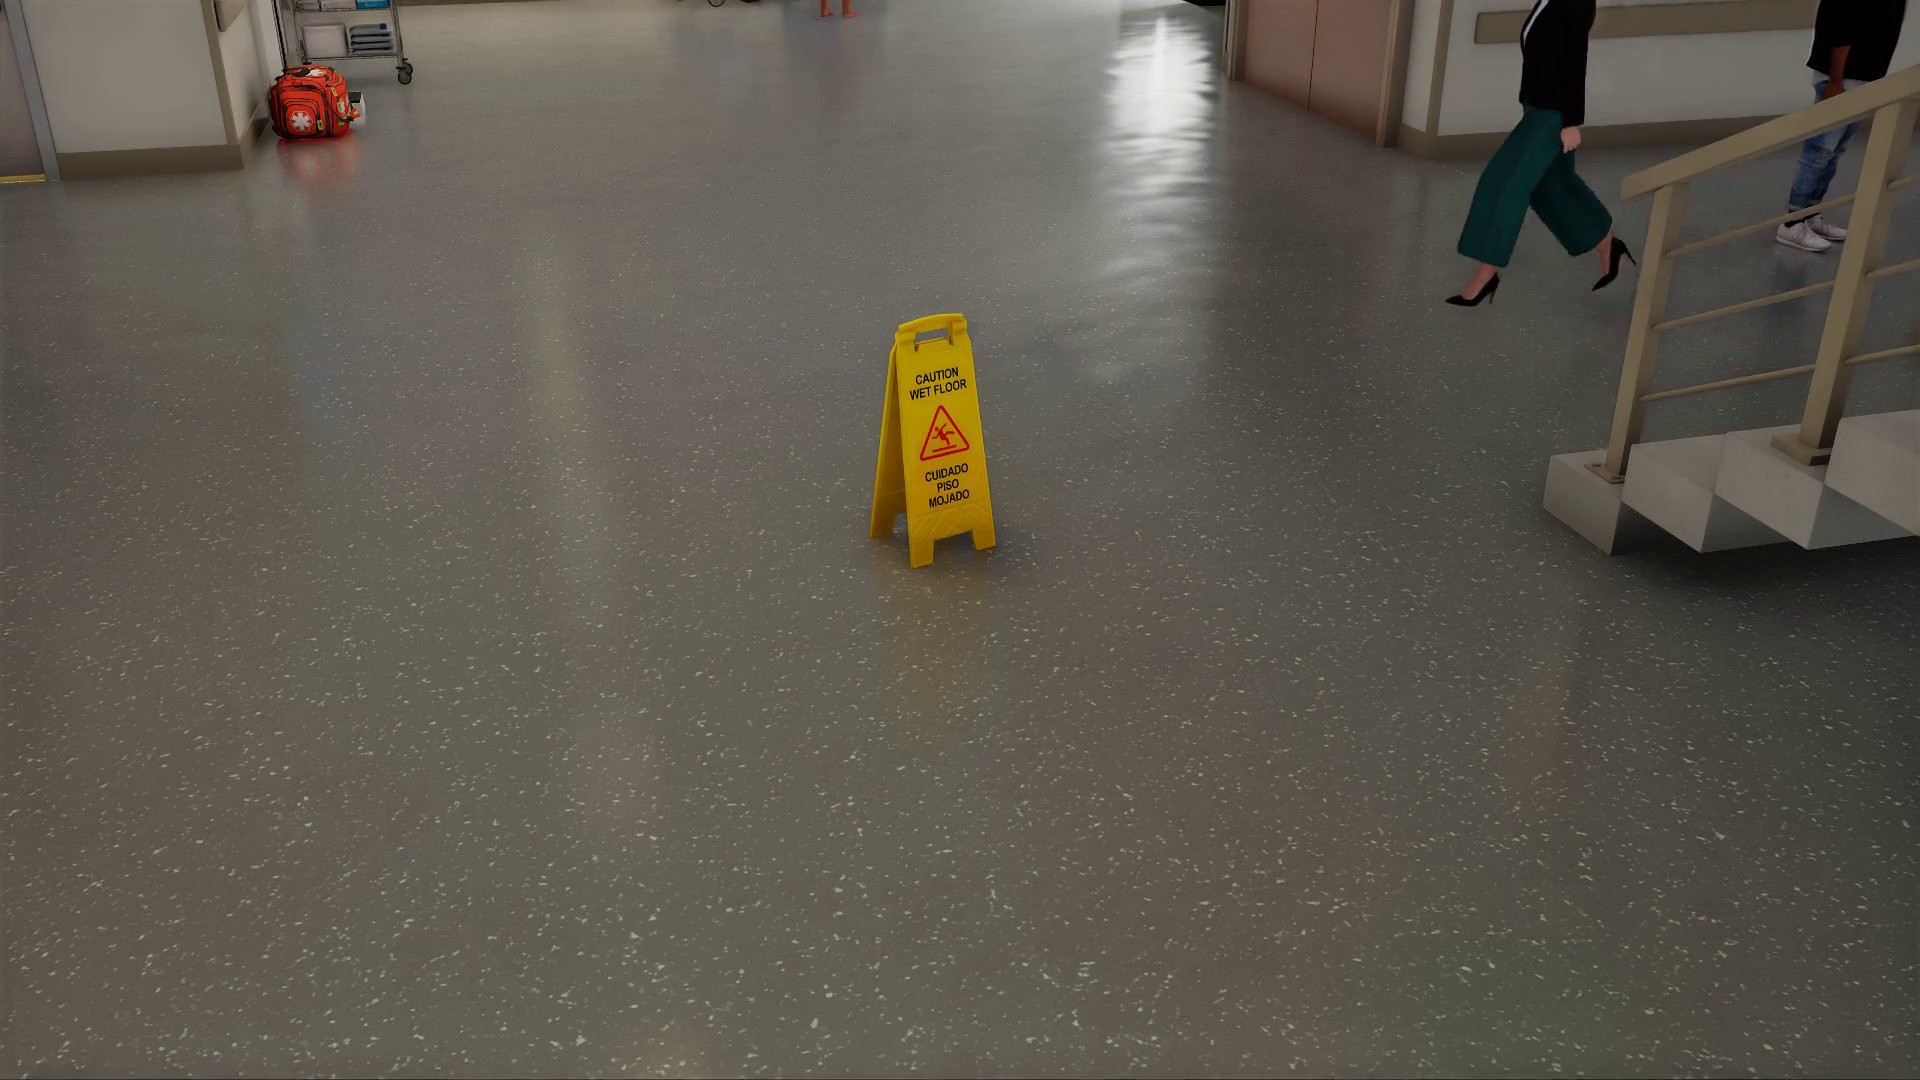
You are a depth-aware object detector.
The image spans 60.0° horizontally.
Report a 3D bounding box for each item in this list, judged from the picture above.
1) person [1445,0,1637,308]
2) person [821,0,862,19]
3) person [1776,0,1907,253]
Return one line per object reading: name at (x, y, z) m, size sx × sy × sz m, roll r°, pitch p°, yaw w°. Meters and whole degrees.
person at (2.730, -1.859, 7.485) m, size 0.872 × 1.702 × 1.123 m, roll 1°, pitch 26°, yaw 2°
person at (-1.193, -5.802, 15.751) m, size 0.647 × 1.624 × 0.705 m, roll 14°, pitch 29°, yaw 26°
person at (4.556, -2.430, 8.544) m, size 0.787 × 1.811 × 0.782 m, roll -23°, pitch 34°, yaw -39°
